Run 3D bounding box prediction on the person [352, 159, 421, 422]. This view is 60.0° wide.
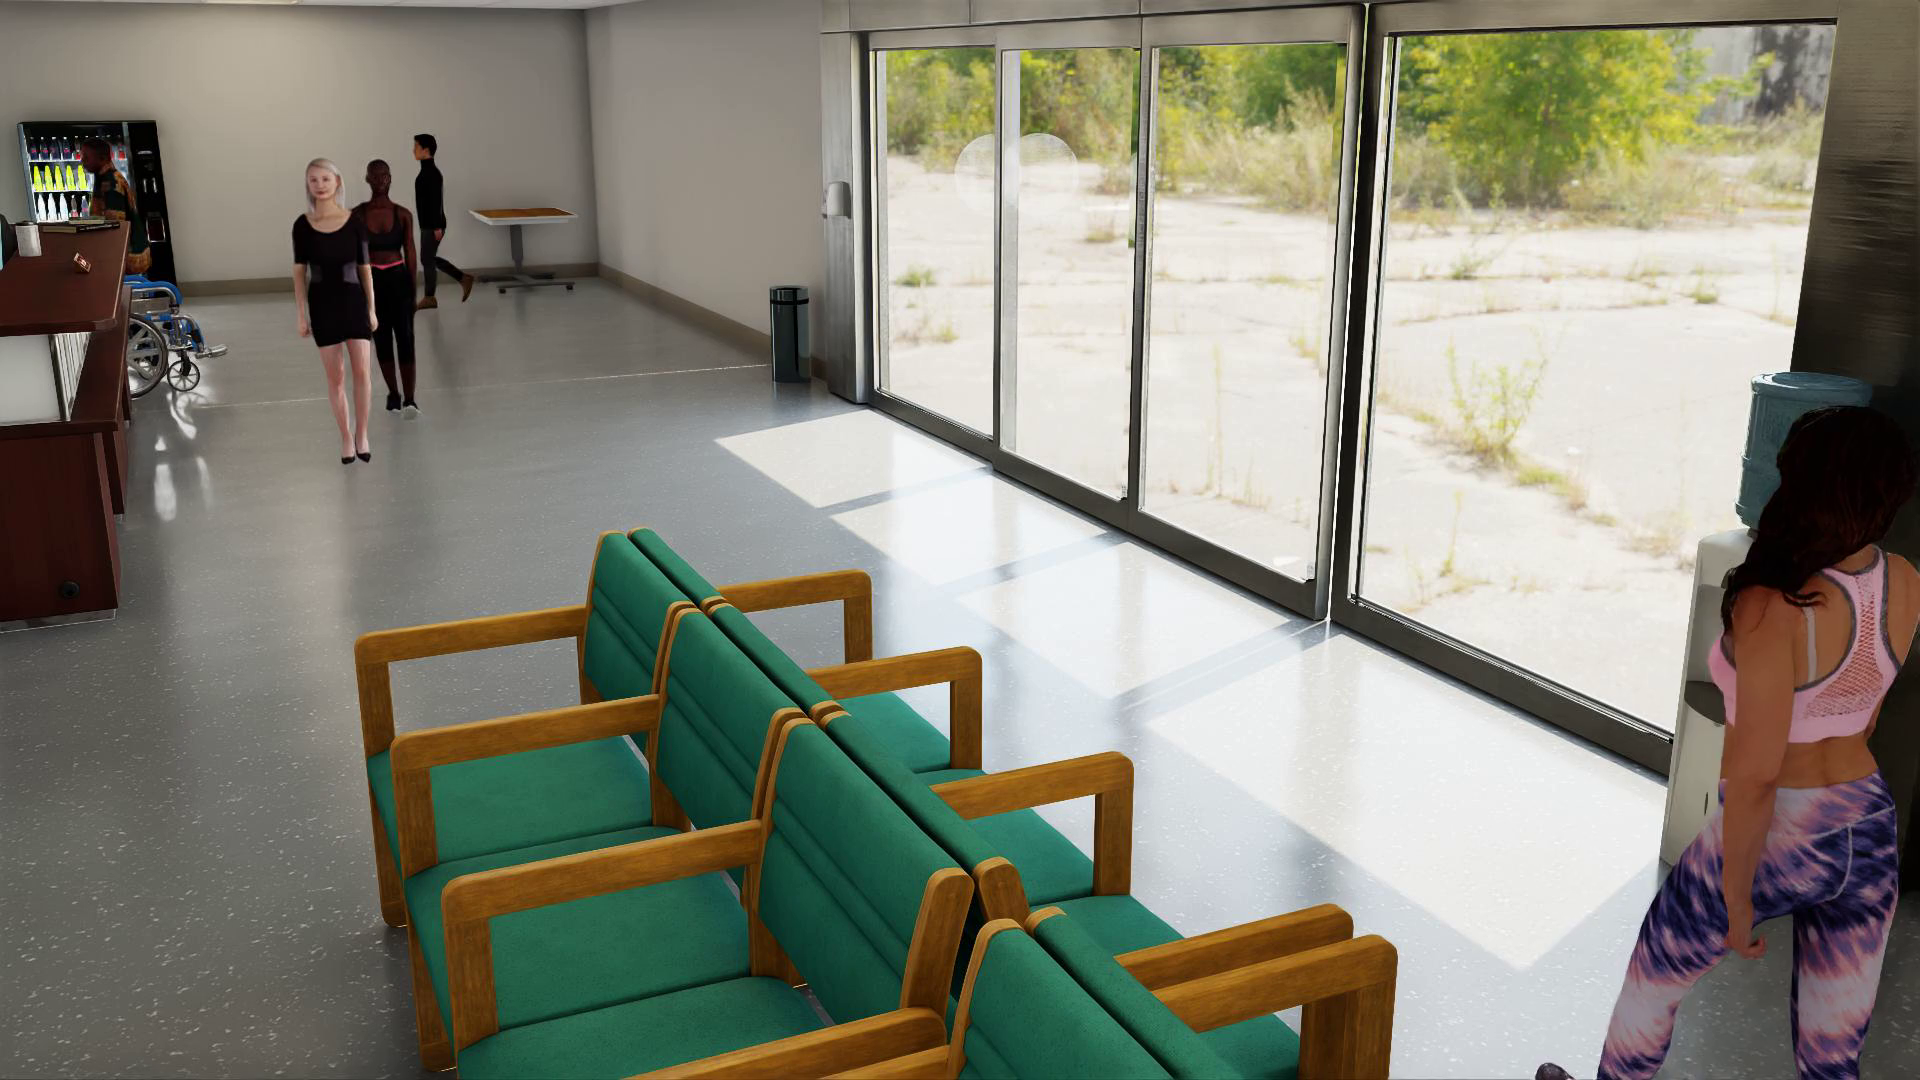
[{"bbox_3d":[-3.903,-1.670,11.297,1.127,1.712,0.759,-5,16,-16],"label":"person"}]

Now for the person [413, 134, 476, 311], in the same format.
[{"bbox_3d":[-5.220,-3.171,16.624,0.913,1.710,0.679,-6,17,-21],"label":"person"}]

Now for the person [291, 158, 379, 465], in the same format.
[{"bbox_3d":[-3.730,-1.358,9.996,0.603,1.817,0.703,-5,16,-17],"label":"person"}]

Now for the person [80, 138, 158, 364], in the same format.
[{"bbox_3d":[-6.586,-2.269,13.209,0.632,1.788,0.696,-6,17,-20],"label":"person"}]

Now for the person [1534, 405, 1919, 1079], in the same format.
[{"bbox_3d":[1.581,0.650,3.027,1.009,1.734,0.768,-4,16,-14],"label":"person"}]
